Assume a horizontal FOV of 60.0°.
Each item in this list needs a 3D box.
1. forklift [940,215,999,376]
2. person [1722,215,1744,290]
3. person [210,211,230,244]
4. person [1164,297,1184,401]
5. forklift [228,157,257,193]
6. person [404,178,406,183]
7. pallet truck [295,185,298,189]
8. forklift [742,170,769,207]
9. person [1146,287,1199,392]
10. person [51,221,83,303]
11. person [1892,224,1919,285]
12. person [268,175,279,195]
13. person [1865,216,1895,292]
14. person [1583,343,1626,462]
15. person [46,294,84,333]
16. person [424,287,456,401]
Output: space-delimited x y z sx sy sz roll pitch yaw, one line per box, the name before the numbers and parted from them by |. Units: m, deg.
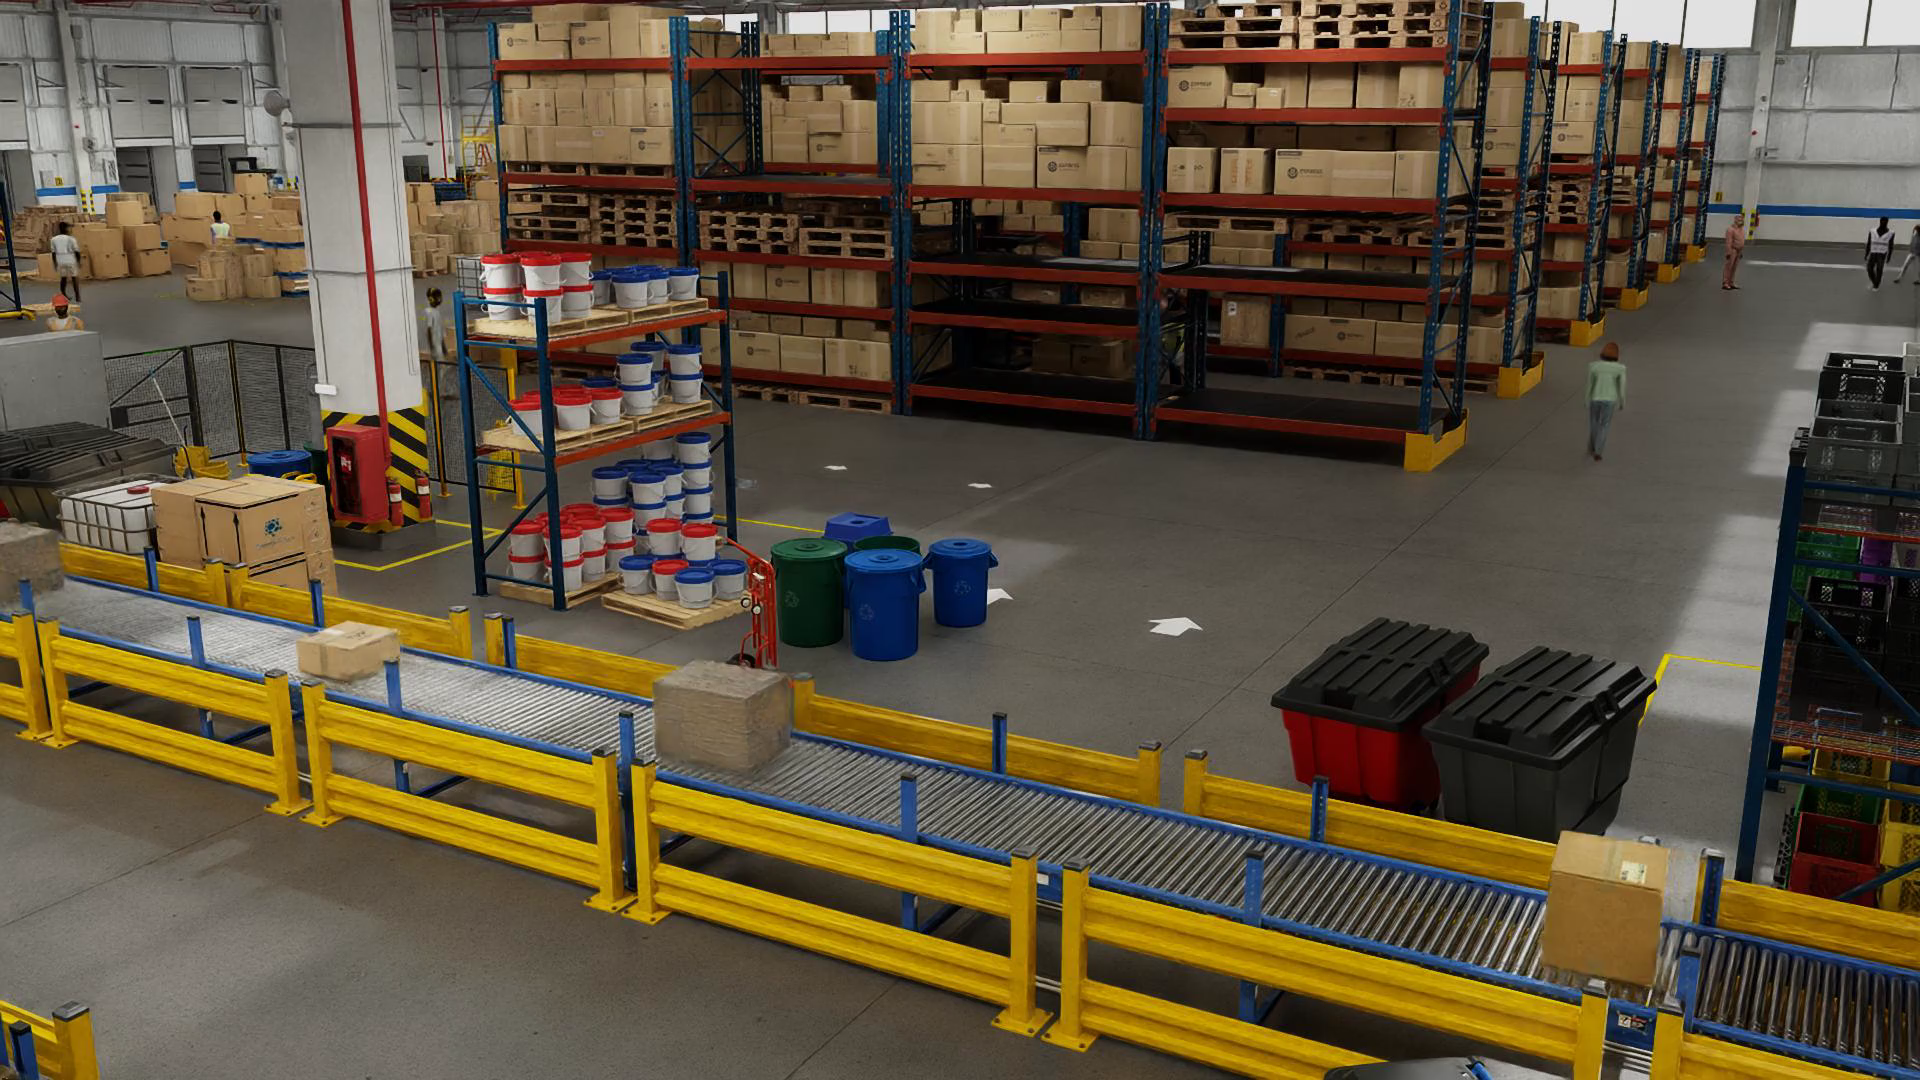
forklift | 0.319 -4.249 29.073 1.873 2.768 1.129 8 17 28
person | 19.915 -7.389 42.752 0.641 1.905 0.410 -11 18 -35
person | -19.510 -7.716 43.950 0.376 1.916 0.600 6 16 23
person | 3.470 -3.115 27.076 0.317 1.698 0.538 -3 15 -10
forklift | -24.704 -11.836 57.594 1.873 2.768 1.129 8 17 28
person | -24.025 -14.938 71.261 0.601 1.849 0.708 -7 17 -25
pallet truck | -26.804 -14.617 69.738 1.885 1.965 0.823 -14 20 -42
forklift | -6.355 -10.209 51.478 1.129 2.768 1.873 8 17 28
person | 3.482 -3.383 27.809 1.026 1.848 0.656 9 17 31
person | -21.498 -6.680 40.011 0.634 1.944 0.422 1 15 2
person | 25.028 -7.477 43.663 0.826 1.590 0.503 -5 16 -18
person | -30.101 -15.240 72.822 0.509 1.610 0.784 7 16 24
person | 23.380 -7.274 42.322 0.611 1.901 0.456 13 20 40
person | 8.807 -1.900 22.704 0.519 1.584 0.848 8 17 26
person | -13.588 -2.773 25.321 0.551 1.942 0.345 -1 15 -5
person | -8.492 -3.190 27.059 0.382 1.870 0.542 -2 15 -6
